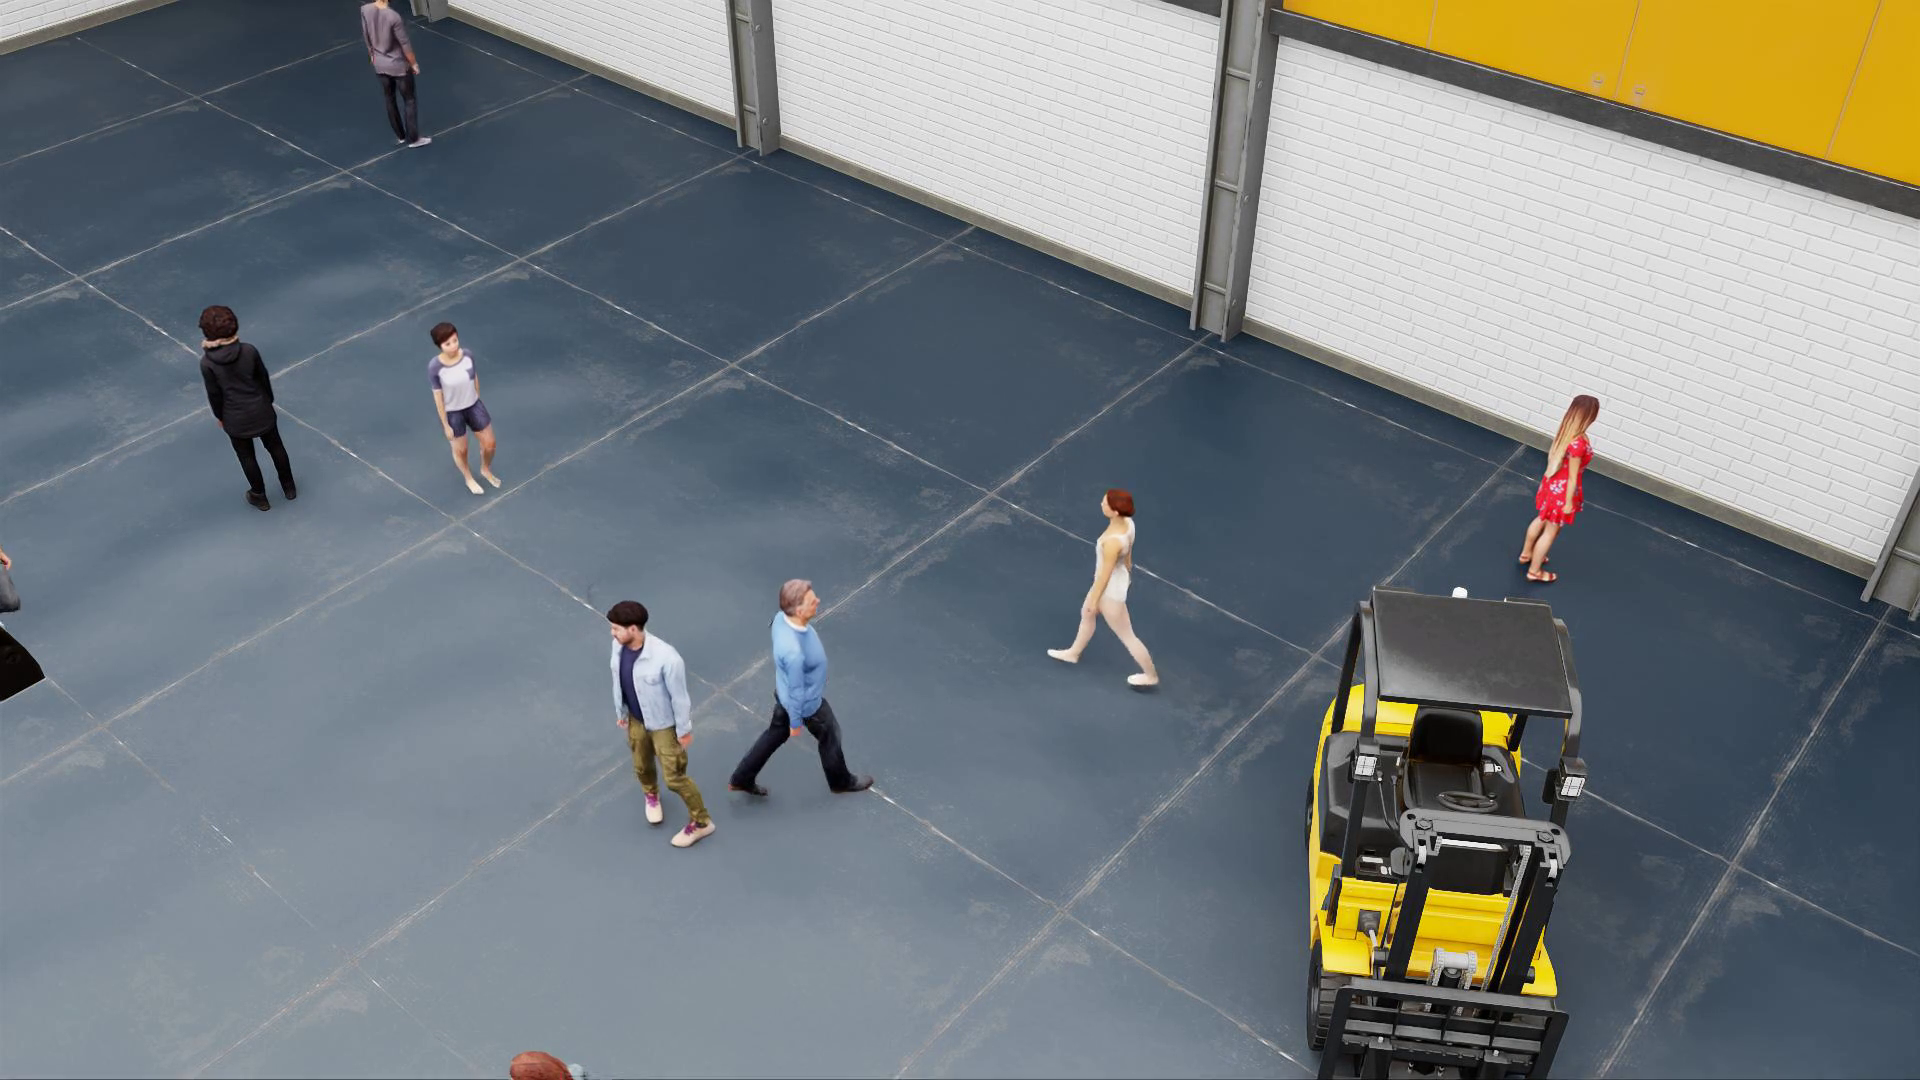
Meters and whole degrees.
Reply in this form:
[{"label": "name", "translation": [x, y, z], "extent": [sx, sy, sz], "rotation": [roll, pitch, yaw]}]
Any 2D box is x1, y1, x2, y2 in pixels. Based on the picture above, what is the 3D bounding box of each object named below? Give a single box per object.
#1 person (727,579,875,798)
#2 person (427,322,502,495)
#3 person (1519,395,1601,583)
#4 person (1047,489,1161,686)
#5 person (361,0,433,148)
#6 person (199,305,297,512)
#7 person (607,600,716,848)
[{"label": "person", "translation": [-1.086, 0.972, 10.328], "extent": [1.137, 1.778, 1.198], "rotation": [-10, 40, -13]}, {"label": "person", "translation": [-3.952, -1.046, 13.039], "extent": [0.612, 1.550, 0.615], "rotation": [-28, 46, -30]}, {"label": "person", "translation": [4.382, -0.382, 12.175], "extent": [0.704, 1.591, 0.664], "rotation": [3, 39, 4]}, {"label": "person", "translation": [1.109, 0.365, 11.231], "extent": [1.120, 1.601, 0.841], "rotation": [11, 40, 14]}, {"label": "person", "translation": [-6.155, -5.168, 17.972], "extent": [0.717, 1.833, 0.867], "rotation": [2, 39, 3]}, {"label": "person", "translation": [-5.497, -1.012, 12.811], "extent": [0.680, 1.781, 0.674], "rotation": [-25, 45, -28]}, {"label": "person", "translation": [-1.881, 1.065, 10.211], "extent": [0.591, 1.781, 0.848], "rotation": [18, 42, 21]}]
